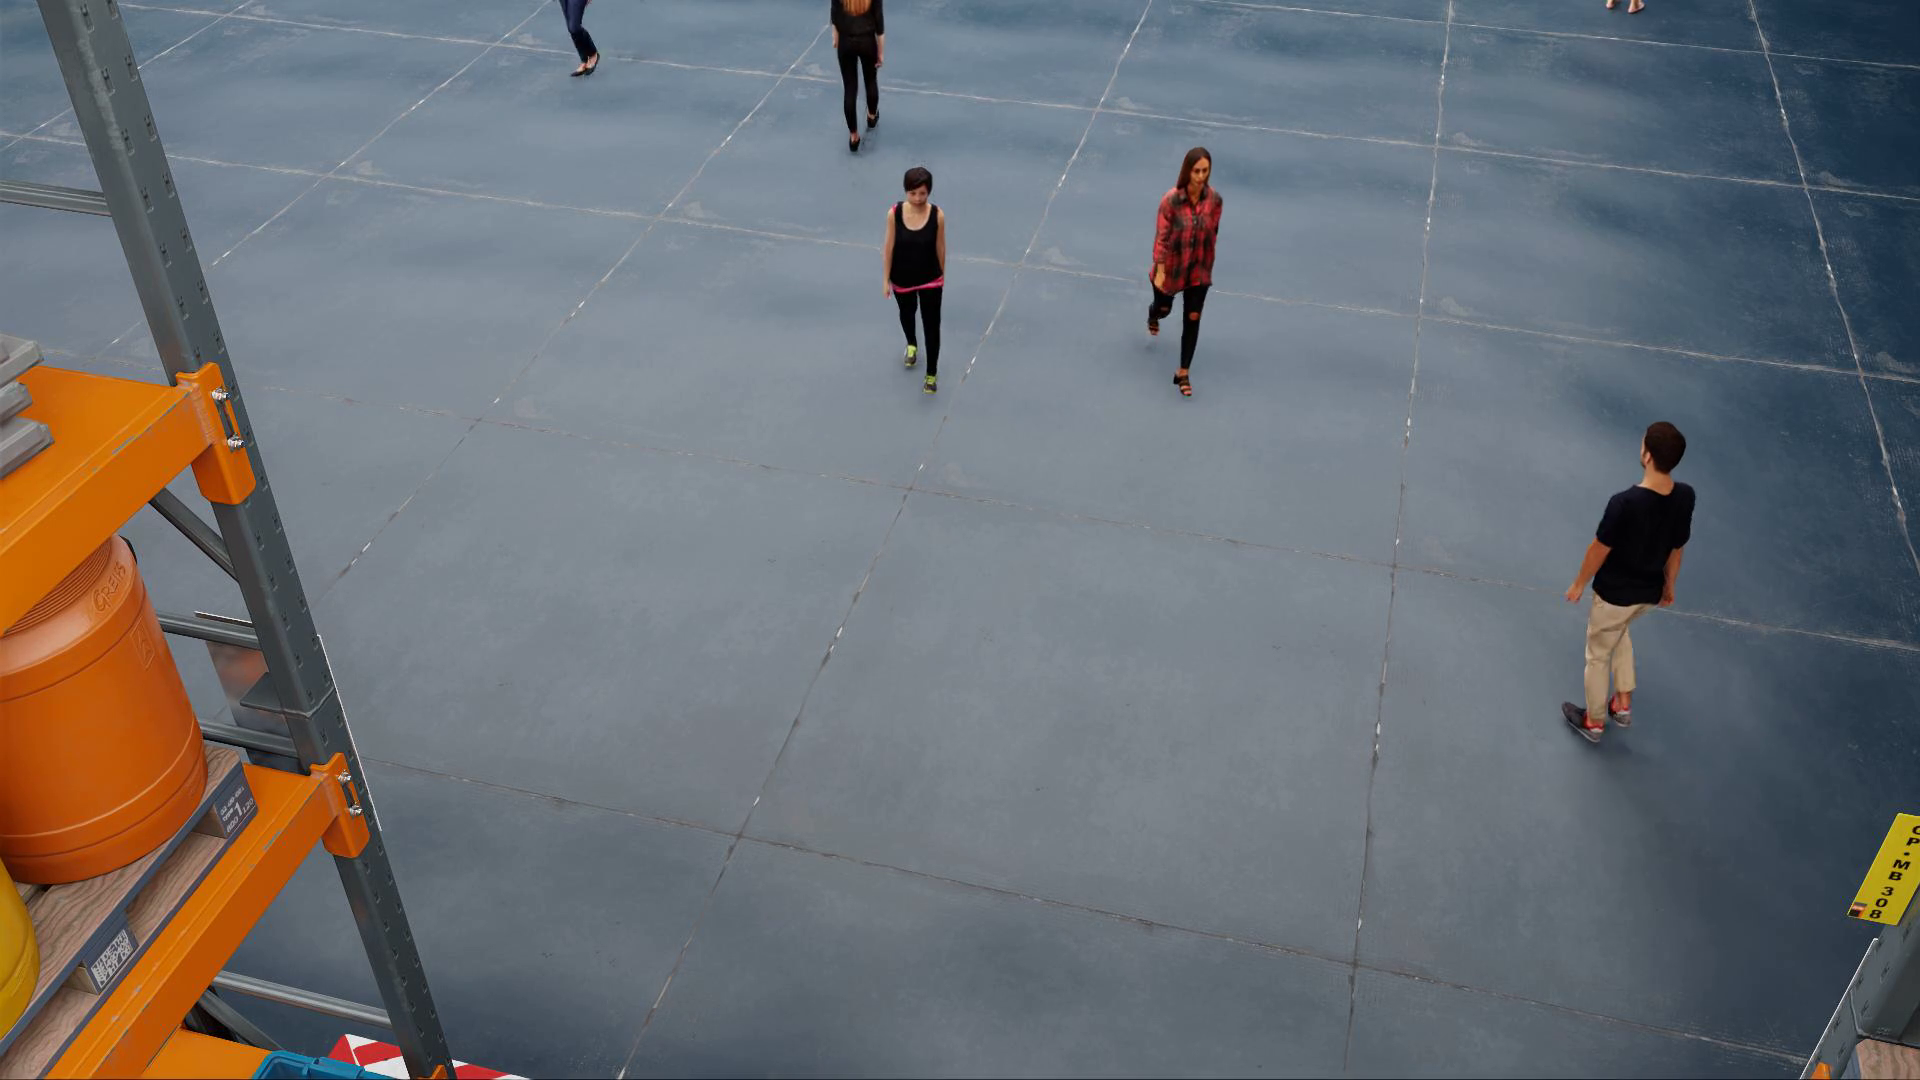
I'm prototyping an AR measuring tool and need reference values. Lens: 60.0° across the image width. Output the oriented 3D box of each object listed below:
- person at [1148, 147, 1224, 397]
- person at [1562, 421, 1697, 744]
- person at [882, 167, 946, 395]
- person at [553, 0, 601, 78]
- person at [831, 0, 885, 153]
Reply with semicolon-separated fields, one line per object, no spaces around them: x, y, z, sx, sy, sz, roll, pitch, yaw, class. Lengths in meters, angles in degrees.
1.447;-1.830;11.047;0.886;1.681;1.120;-7;39;-8;person
3.337;0.315;8.182;0.766;1.832;0.810;-13;40;-16;person
-0.296;-1.815;11.157;0.676;1.522;0.984;3;38;4;person
-3.483;-5.088;15.189;0.680;1.708;0.691;24;44;28;person
-0.869;-4.085;13.928;0.765;1.682;1.039;0;38;0;person
